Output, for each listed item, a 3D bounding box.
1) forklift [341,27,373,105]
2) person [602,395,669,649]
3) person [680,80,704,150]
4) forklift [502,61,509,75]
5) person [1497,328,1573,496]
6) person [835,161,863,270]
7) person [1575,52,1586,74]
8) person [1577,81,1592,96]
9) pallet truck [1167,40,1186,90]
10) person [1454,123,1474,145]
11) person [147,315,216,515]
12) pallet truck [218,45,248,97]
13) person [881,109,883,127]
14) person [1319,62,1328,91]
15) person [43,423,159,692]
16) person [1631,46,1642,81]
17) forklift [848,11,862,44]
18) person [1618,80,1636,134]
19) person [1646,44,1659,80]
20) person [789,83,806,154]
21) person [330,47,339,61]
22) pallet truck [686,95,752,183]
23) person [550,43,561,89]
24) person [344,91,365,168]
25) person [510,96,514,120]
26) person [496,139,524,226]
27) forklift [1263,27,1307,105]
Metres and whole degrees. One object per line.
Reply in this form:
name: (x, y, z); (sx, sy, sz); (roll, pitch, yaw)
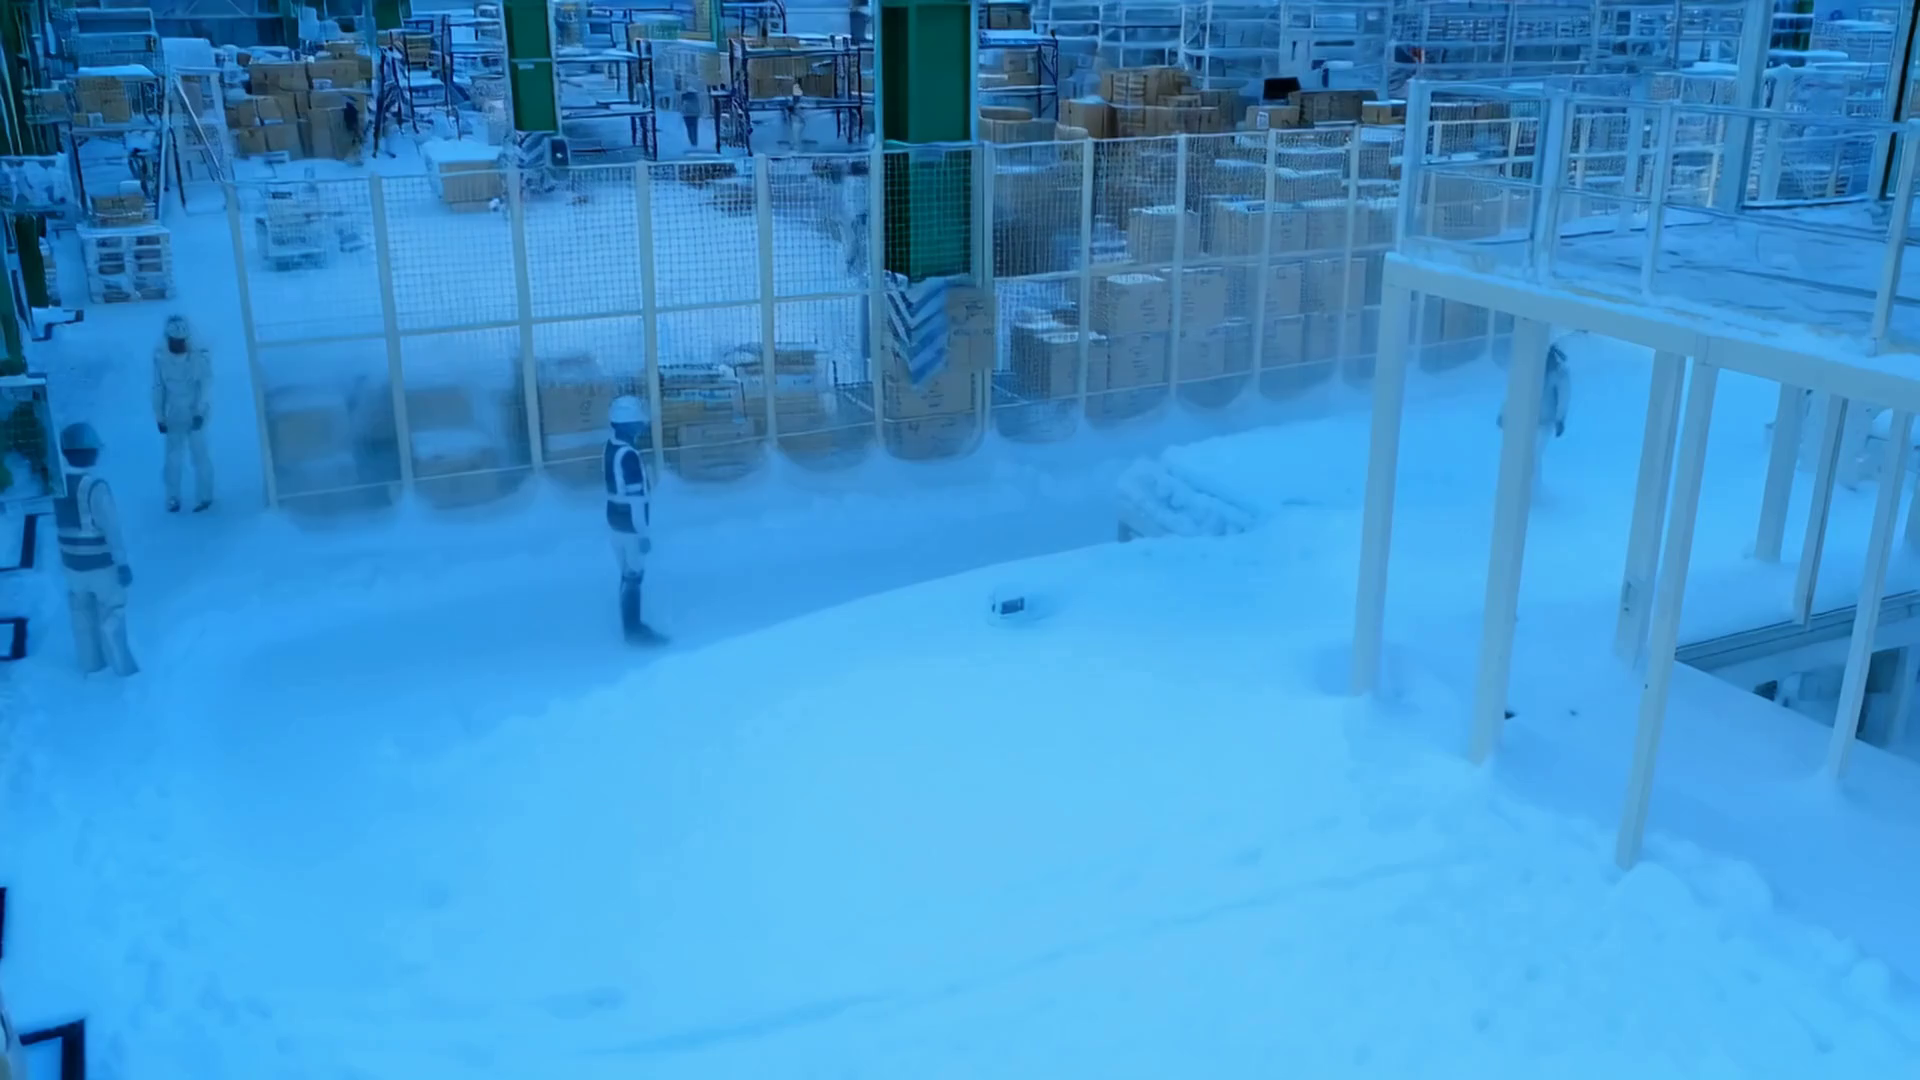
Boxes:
forklift: (-22.274, -17.347, 60.956); (1.873, 2.768, 1.129); (-9, 21, -25)
person: (-2.459, -0.137, 12.490); (0.366, 1.939, 0.542); (-11, 22, -28)
person: (-7.574, -11.971, 46.833); (0.630, 1.903, 0.643); (-7, 20, -19)
forklift: (-18.545, -20.815, 71.009); (1.129, 2.768, 1.873); (18, 26, 42)
person: (5.447, -1.203, 15.778); (0.630, 1.818, 0.783); (15, 24, 36)
person: (-1.876, -5.532, 28.346); (0.433, 1.807, 0.726); (-13, 23, -34)
person: (24.697, -18.519, 66.137); (0.535, 1.699, 0.318); (13, 23, 32)
person: (17.556, -12.093, 47.146); (0.543, 1.939, 0.360); (13, 23, 33)
pallet truck: (9.045, -19.971, 69.895); (0.823, 1.965, 1.885); (-3, 19, -8)
person: (10.890, -8.197, 36.115); (0.525, 1.769, 0.313); (-8, 21, -22)
person: (-7.244, -1.158, 15.527); (0.615, 1.886, 0.528); (-2, 19, -5)
pallet truck: (-28.879, -18.665, 66.111); (0.823, 1.965, 1.885); (-3, 19, -9)
person: (-1.805, -10.384, 42.290); (1.030, 1.891, 0.633); (10, 21, 26)
person: (12.286, -15.421, 56.952); (0.915, 1.828, 0.558); (8, 21, 23)
person: (-6.084, 0.131, 11.715); (0.603, 1.937, 0.402); (8, 21, 22)
person: (27.762, -19.378, 68.436); (0.433, 1.831, 0.666); (17, 26, 41)
forklift: (-5.248, -25.121, 83.490); (1.873, 2.768, 1.129); (-9, 21, -25)
person: (18.269, -11.565, 45.462); (0.690, 2.000, 0.829); (3, 19, 8)
person: (31.183, -21.500, 74.887); (0.496, 1.616, 0.347); (1, 19, 2)
person: (-4.490, -11.590, 45.722); (0.383, 1.916, 0.591); (10, 21, 26)
person: (-25.137, -18.888, 66.989); (0.887, 1.858, 0.572); (12, 22, 30)
pallet truck: (-5.836, -9.608, 39.856); (0.823, 1.965, 1.885); (10, 22, 27)
person: (-16.990, -19.866, 69.730); (0.555, 1.910, 0.846); (-7, 20, -19)
person: (-15.512, -10.489, 42.533); (0.462, 1.912, 0.562); (-13, 23, -32)
person: (-12.394, -11.878, 46.683); (0.515, 1.829, 0.408); (7, 20, 21)
person: (-8.943, -7.123, 33.113); (0.531, 1.692, 0.320); (-7, 20, -20)
forklift: (12.114, -17.168, 60.437); (1.873, 2.768, 1.129); (-9, 21, -25)
